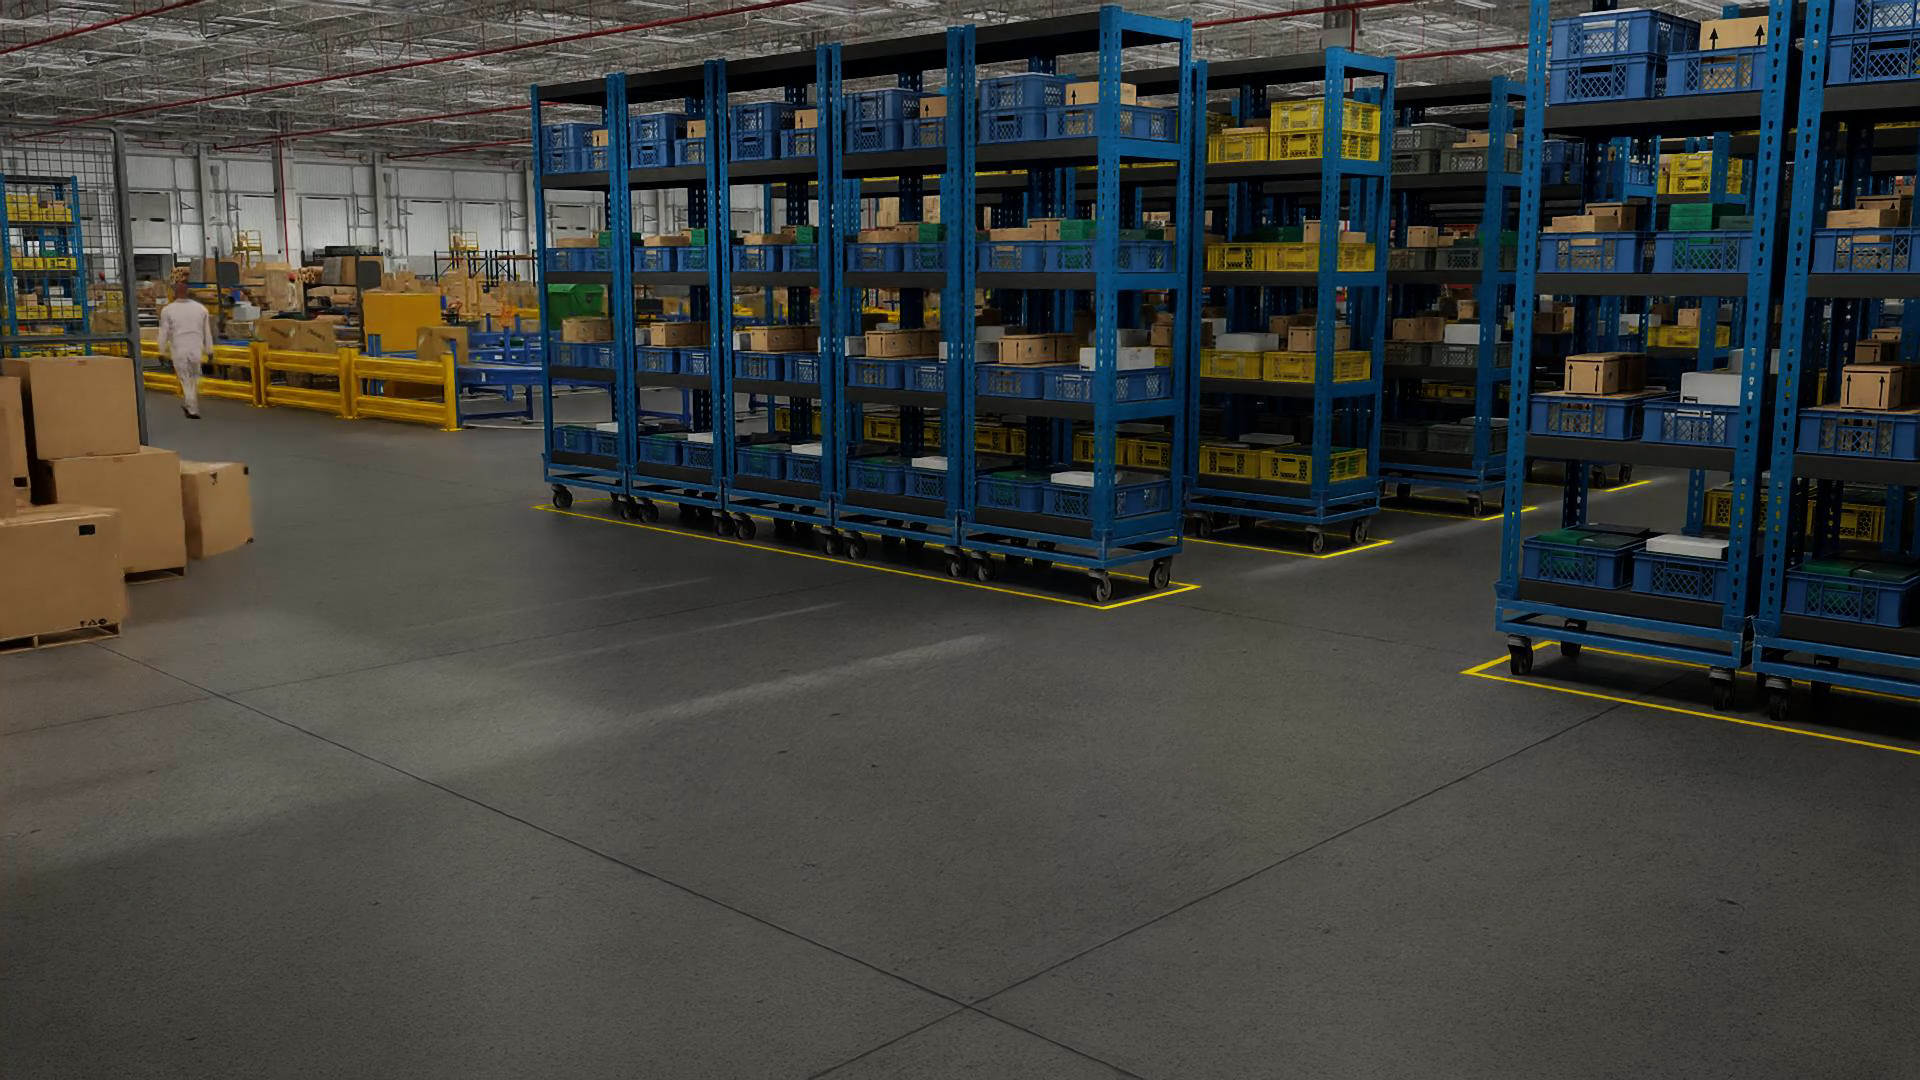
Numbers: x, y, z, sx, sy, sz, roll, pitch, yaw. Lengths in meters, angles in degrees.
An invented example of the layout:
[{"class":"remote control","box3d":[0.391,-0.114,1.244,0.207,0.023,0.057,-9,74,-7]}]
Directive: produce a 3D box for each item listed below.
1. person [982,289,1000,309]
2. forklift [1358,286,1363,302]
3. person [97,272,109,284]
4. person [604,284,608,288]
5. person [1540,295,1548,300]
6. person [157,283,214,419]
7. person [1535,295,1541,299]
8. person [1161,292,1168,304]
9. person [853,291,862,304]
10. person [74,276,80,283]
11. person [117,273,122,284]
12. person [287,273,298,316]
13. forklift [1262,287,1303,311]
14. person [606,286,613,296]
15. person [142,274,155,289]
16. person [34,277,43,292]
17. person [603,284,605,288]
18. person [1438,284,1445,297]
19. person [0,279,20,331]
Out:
[{"class":"person","box3d":[0.590,-3.583,29.452,0.554,1.758,0.513,5,10,26]},{"class":"forklift","box3d":[11.100,-7.017,46.970,1.873,2.768,1.129,9,13,43]},{"class":"person","box3d":[-37.543,-10.767,72.843,0.551,1.934,0.373,2,9,11]},{"class":"person","box3d":[-16.051,-11.107,75.339,0.921,1.826,0.563,-6,11,-33]},{"class":"person","box3d":[16.556,-6.546,47.530,0.353,1.758,0.544,-7,12,-37]},{"class":"person","box3d":[-10.841,-2.633,23.177,0.952,1.860,0.679,9,13,43]},{"class":"person","box3d":[15.352,-6.149,44.895,0.591,1.825,0.403,0,9,2]},{"class":"person","box3d":[6.578,-7.271,52.164,0.545,1.687,0.375,3,10,18]},{"class":"person","box3d":[-4.138,-9.885,68.169,0.540,1.695,0.317,-4,10,-21]},{"class":"person","box3d":[-45.093,-12.828,85.304,0.386,1.992,0.624,4,10,24]},{"class":"person","box3d":[-35.550,-10.371,70.587,0.637,1.885,1.004,4,10,21]},{"class":"person","box3d":[-24.134,-8.651,59.965,0.668,1.915,0.547,-1,9,-7]},{"class":"forklift","box3d":[10.769,-8.203,54.240,1.129,2.768,1.873,8,12,42]},{"class":"person","box3d":[-11.317,-7.561,54.242,0.841,1.590,0.517,8,12,39]},{"class":"person","box3d":[-33.452,-10.058,68.778,0.521,1.848,0.665,2,10,13]},{"class":"person","box3d":[-30.002,-7.747,54.269,0.420,1.951,0.643,0,9,0]},{"class":"person","box3d":[-16.122,-11.345,76.071,0.869,2.000,0.706,2,10,14]},{"class":"person","box3d":[8.147,-3.505,28.449,1.013,1.887,0.634,-4,10,-26]},{"class":"person","box3d":[-29.524,-7.310,51.750,0.588,1.909,0.422,-8,12,-42]}]
